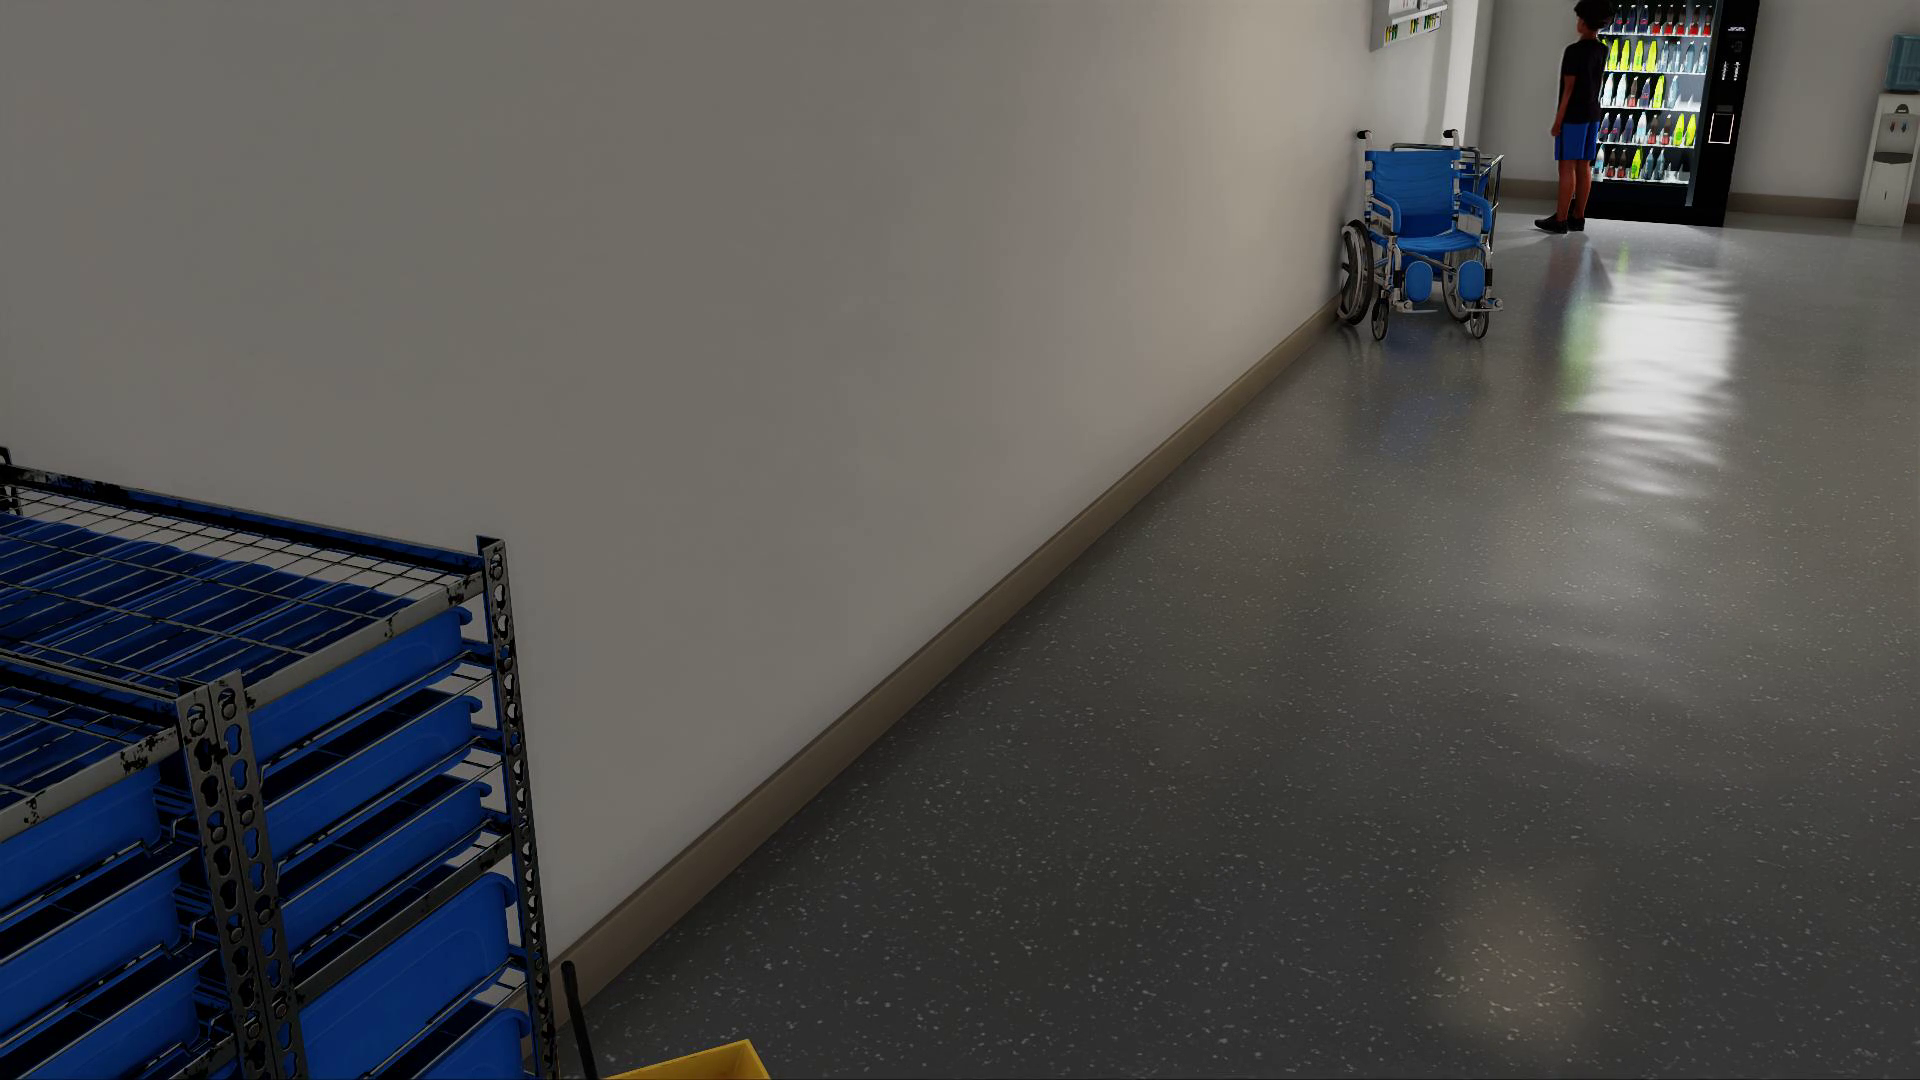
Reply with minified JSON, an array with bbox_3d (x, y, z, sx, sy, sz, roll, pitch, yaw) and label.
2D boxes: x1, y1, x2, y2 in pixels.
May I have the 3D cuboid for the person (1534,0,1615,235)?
[{"bbox_3d":[4.867,-3.335,13.067,0.706,1.799,0.744,-12,24,-29],"label":"person"}]
